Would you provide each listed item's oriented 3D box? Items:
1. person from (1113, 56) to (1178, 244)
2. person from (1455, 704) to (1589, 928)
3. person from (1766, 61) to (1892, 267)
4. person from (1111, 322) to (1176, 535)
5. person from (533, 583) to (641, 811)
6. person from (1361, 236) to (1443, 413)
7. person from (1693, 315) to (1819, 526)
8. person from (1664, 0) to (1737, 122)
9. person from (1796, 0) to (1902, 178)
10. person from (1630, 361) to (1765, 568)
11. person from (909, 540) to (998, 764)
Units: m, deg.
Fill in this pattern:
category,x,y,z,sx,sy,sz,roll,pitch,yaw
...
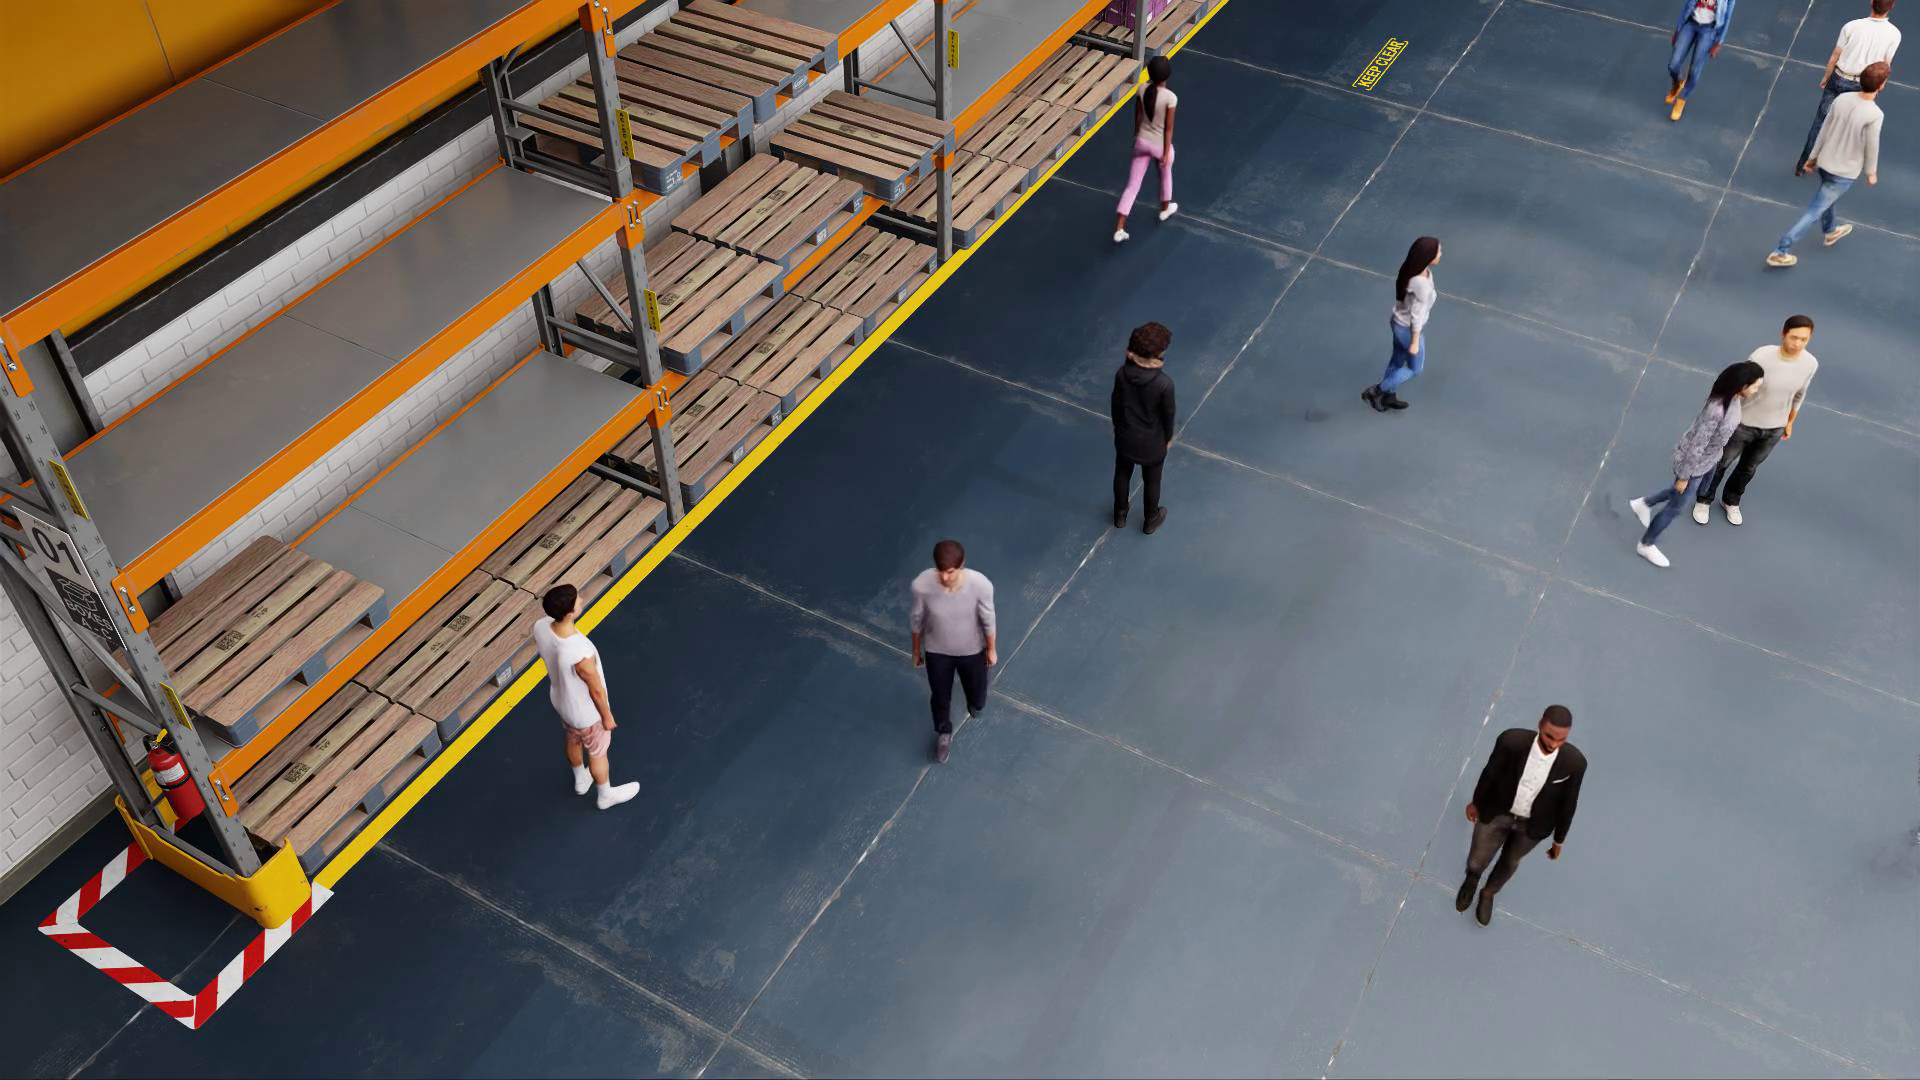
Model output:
category,x,y,z,sx,sy,sz,roll,pitch,yaw
person,1.634,-3.395,14.643,0.686,1.694,1.193,26,49,25
person,3.160,1.499,9.433,0.740,1.795,0.674,14,45,15
person,7.464,-3.154,14.279,1.276,1.849,1.178,-13,45,-13
person,1.292,-0.761,11.821,0.627,1.773,0.600,18,46,18
person,-2.304,0.951,10.016,0.686,1.786,0.617,31,52,28
person,3.376,-1.626,12.838,0.821,1.625,0.752,-3,44,-3
person,5.714,-0.873,11.912,0.720,1.811,0.691,5,44,5
person,7.257,-4.970,16.294,0.634,1.698,0.671,25,49,24
person,8.226,-4.193,15.368,0.670,1.850,0.584,17,46,17
person,5.141,-0.606,11.706,0.719,1.707,0.802,-33,52,-30
person,-0.026,0.609,10.343,0.875,1.828,0.941,5,44,5
